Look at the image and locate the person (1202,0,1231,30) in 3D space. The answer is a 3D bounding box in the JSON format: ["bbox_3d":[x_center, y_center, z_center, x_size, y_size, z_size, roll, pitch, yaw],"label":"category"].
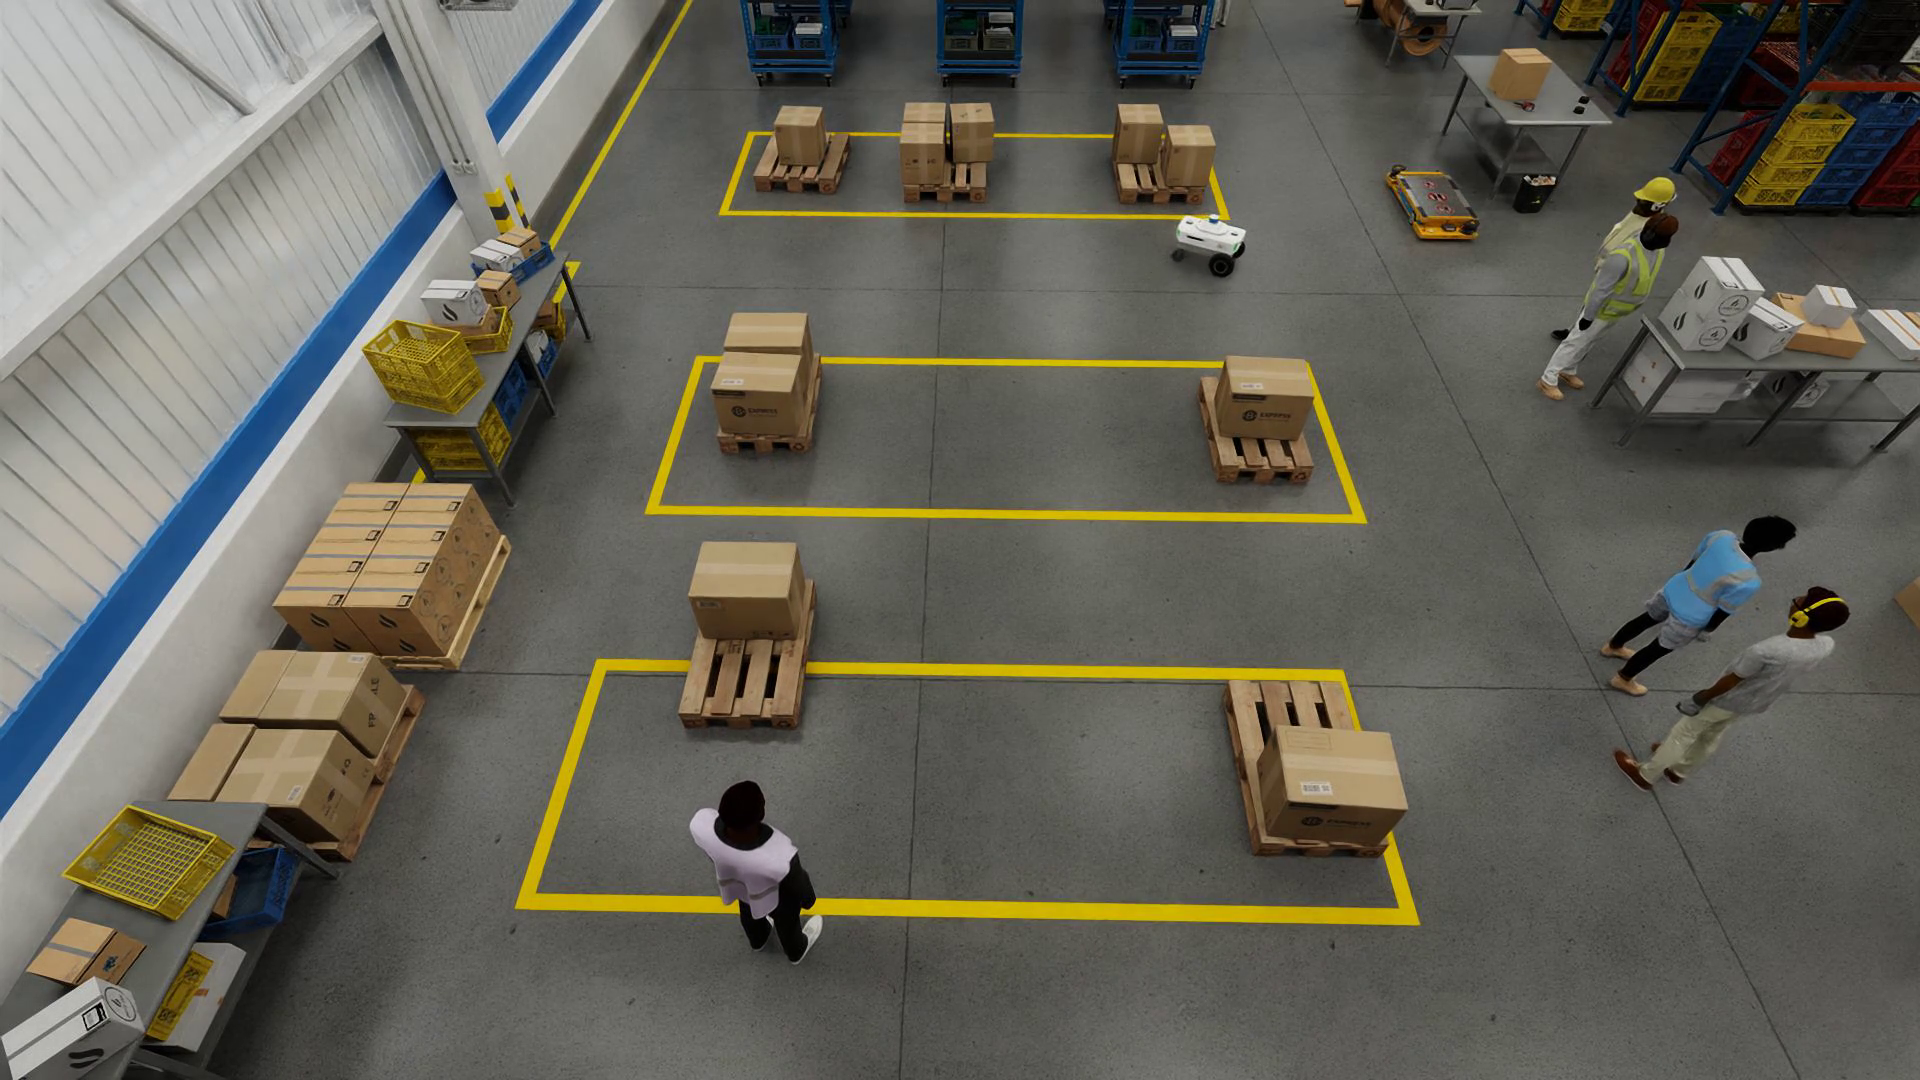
[{"bbox_3d":[4.138,-8.903,14.319,0.513,1.643,0.309,-22,53,-18],"label":"person"}]

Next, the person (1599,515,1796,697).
[{"bbox_3d":[4.950,0.436,6.210,0.323,1.692,0.532,8,50,7],"label":"person"}]

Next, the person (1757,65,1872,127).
[{"bbox_3d":[11.161,-5.937,11.604,0.995,1.867,0.699,24,53,20],"label":"person"}]

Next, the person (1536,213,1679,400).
[{"bbox_3d":[5.880,-2.104,8.305,0.634,1.841,0.429,-24,53,-19],"label":"person"}]

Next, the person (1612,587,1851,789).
[{"bbox_3d":[4.742,0.963,5.646,0.517,1.856,0.330,-8,50,-6],"label":"person"}]

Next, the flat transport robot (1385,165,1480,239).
[{"bbox_3d":[5.692,-4.094,11.059,0.652,0.197,1.431,1,49,1],"label":"flat transport robot"}]

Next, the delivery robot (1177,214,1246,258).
[{"bbox_3d":[2.779,-3.378,10.193,0.707,0.478,0.477,22,53,18],"label":"delivery robot"}]

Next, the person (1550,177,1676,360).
[{"bbox_3d":[6.220,-2.570,8.723,0.403,1.822,0.591,13,50,11],"label":"person"}]

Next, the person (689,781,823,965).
[{"bbox_3d":[-1.049,1.817,4.870,0.592,1.912,0.389,17,51,14],"label":"person"}]
